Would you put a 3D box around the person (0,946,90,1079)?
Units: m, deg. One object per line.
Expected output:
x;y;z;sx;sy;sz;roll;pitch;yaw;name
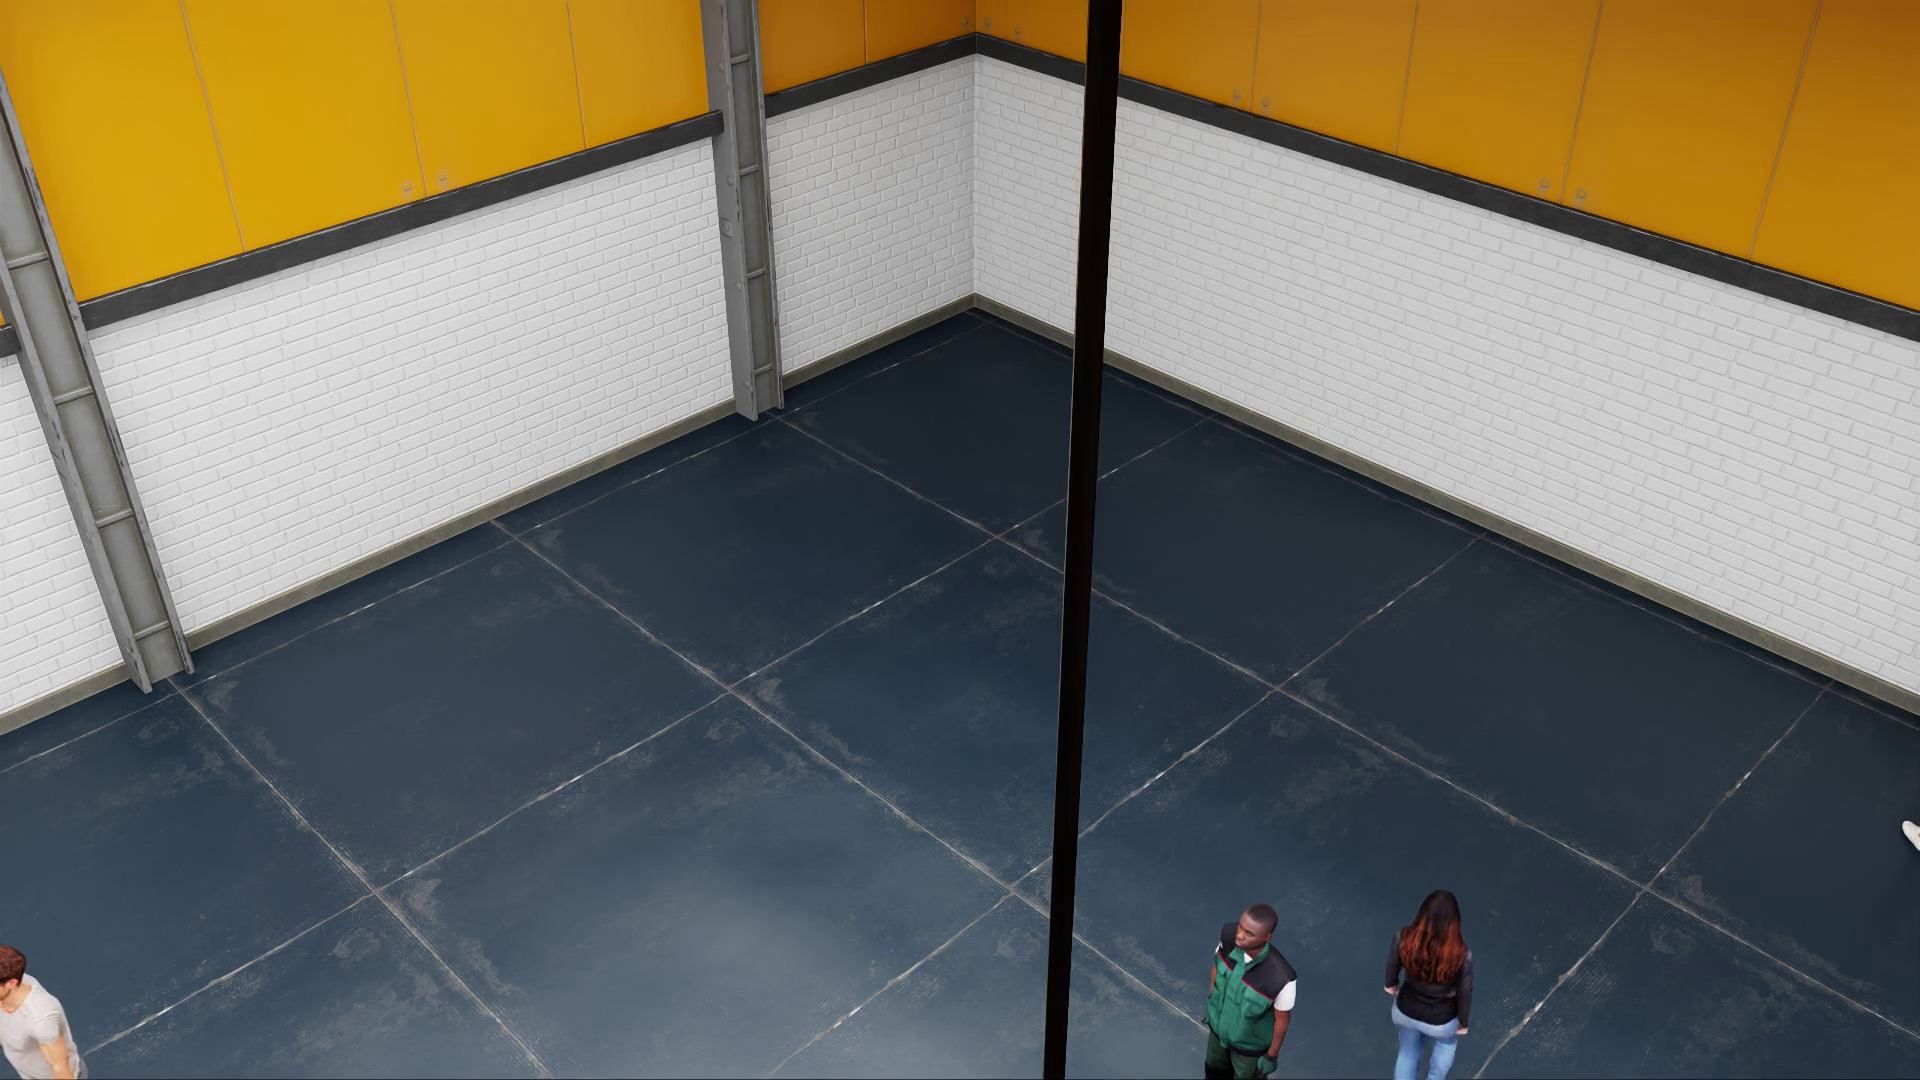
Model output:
-4.716;2.779;8.667;0.672;1.892;0.576;25;41;32;person

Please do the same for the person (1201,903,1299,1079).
1.524;2.626;8.944;0.635;1.840;0.705;-24;40;-31;person

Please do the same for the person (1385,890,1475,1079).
2.532;2.638;9.126;0.742;1.619;0.742;18;38;25;person
